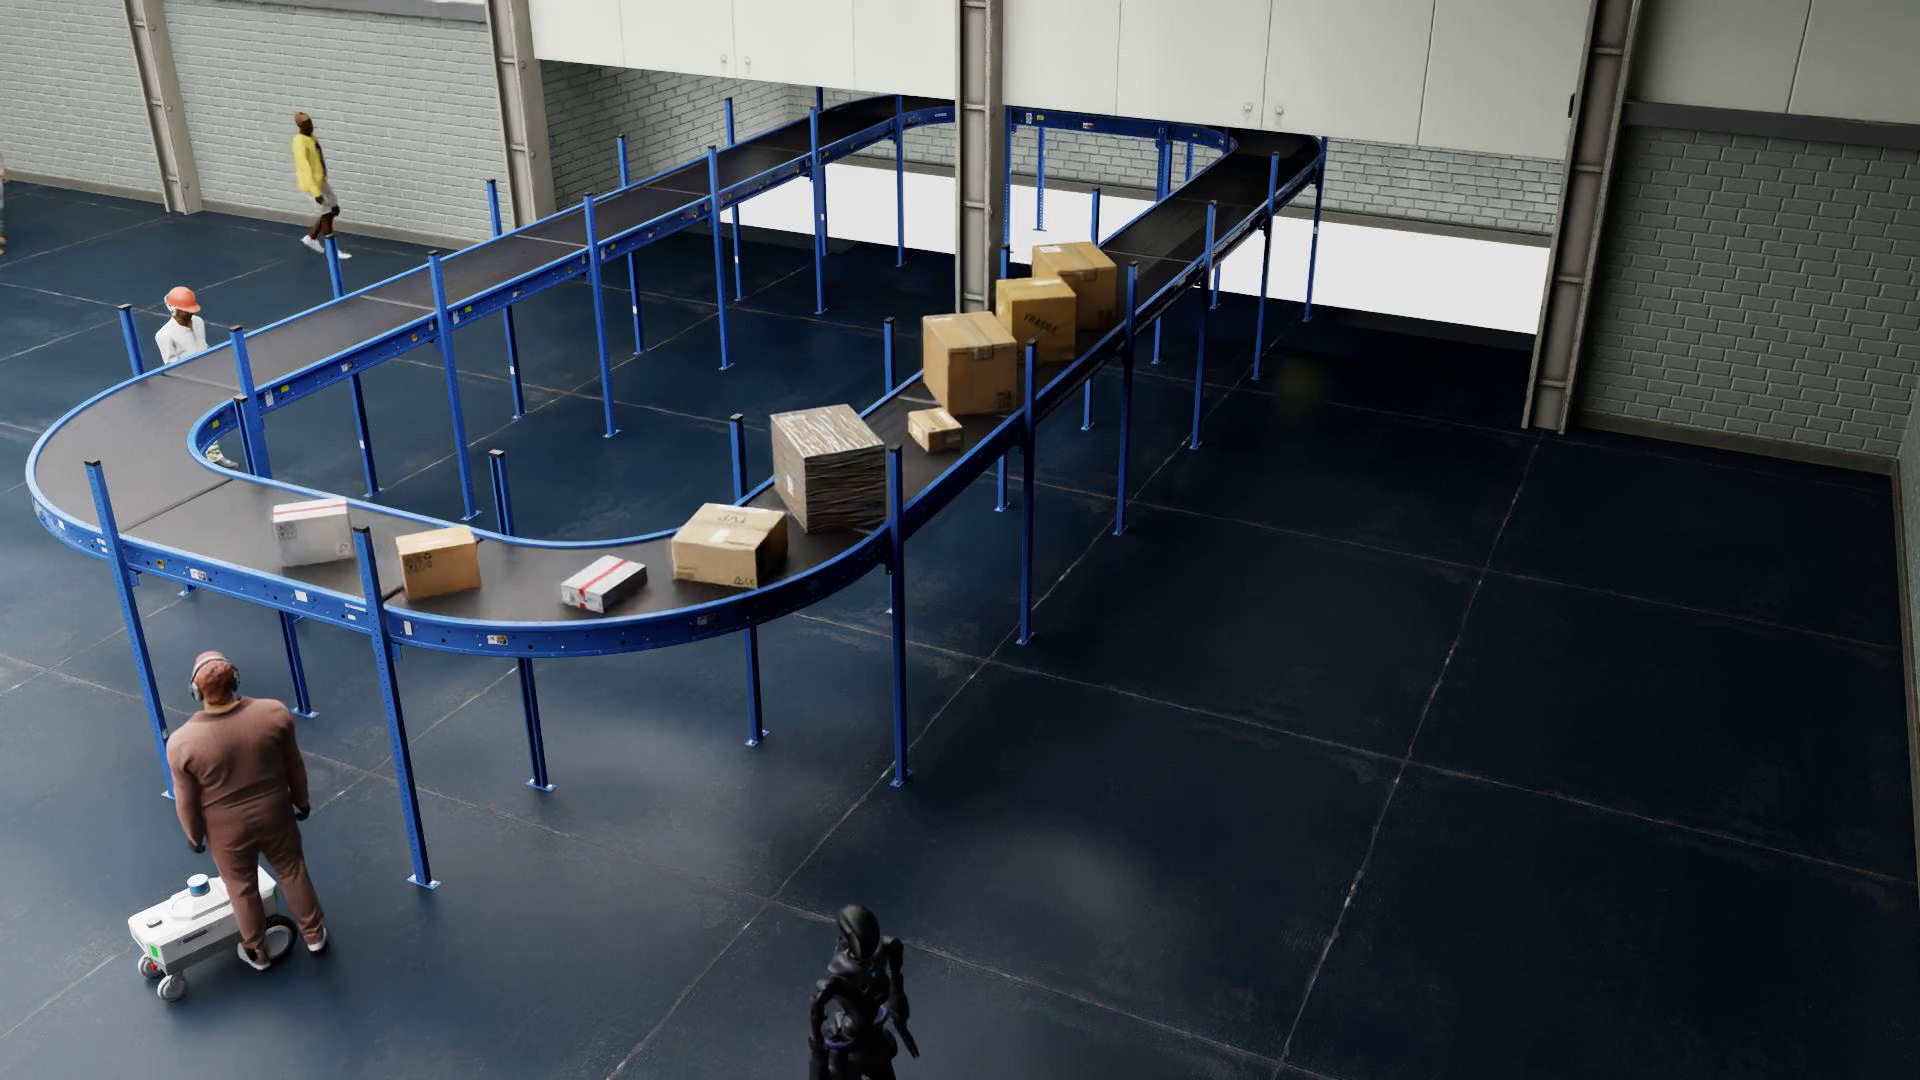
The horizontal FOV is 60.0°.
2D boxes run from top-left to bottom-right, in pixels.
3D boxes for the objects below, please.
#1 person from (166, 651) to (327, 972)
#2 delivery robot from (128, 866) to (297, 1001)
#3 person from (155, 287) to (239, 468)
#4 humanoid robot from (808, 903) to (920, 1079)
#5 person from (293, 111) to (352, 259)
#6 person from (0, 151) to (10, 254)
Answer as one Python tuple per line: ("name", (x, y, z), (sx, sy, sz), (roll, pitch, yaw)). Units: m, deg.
("person", (-3.755, 1.434, 8.748), (0.642, 1.910, 0.409), (-20, 32, -34))
("delivery robot", (-4.036, 2.074, 8.997), (0.803, 0.614, 0.499), (-24, 35, -39))
("person", (-6.700, -1.381, 14.598), (0.335, 1.742, 0.560), (6, 27, 11))
("humanoid robot", (-0.466, 2.248, 7.373), (0.411, 1.635, 0.613), (23, 34, 38))
("person", (-7.924, -4.353, 20.460), (0.547, 1.862, 0.591), (-2, 26, -4))
("person", (-12.318, -4.594, 20.873), (0.573, 1.934, 0.640), (21, 33, 35))
